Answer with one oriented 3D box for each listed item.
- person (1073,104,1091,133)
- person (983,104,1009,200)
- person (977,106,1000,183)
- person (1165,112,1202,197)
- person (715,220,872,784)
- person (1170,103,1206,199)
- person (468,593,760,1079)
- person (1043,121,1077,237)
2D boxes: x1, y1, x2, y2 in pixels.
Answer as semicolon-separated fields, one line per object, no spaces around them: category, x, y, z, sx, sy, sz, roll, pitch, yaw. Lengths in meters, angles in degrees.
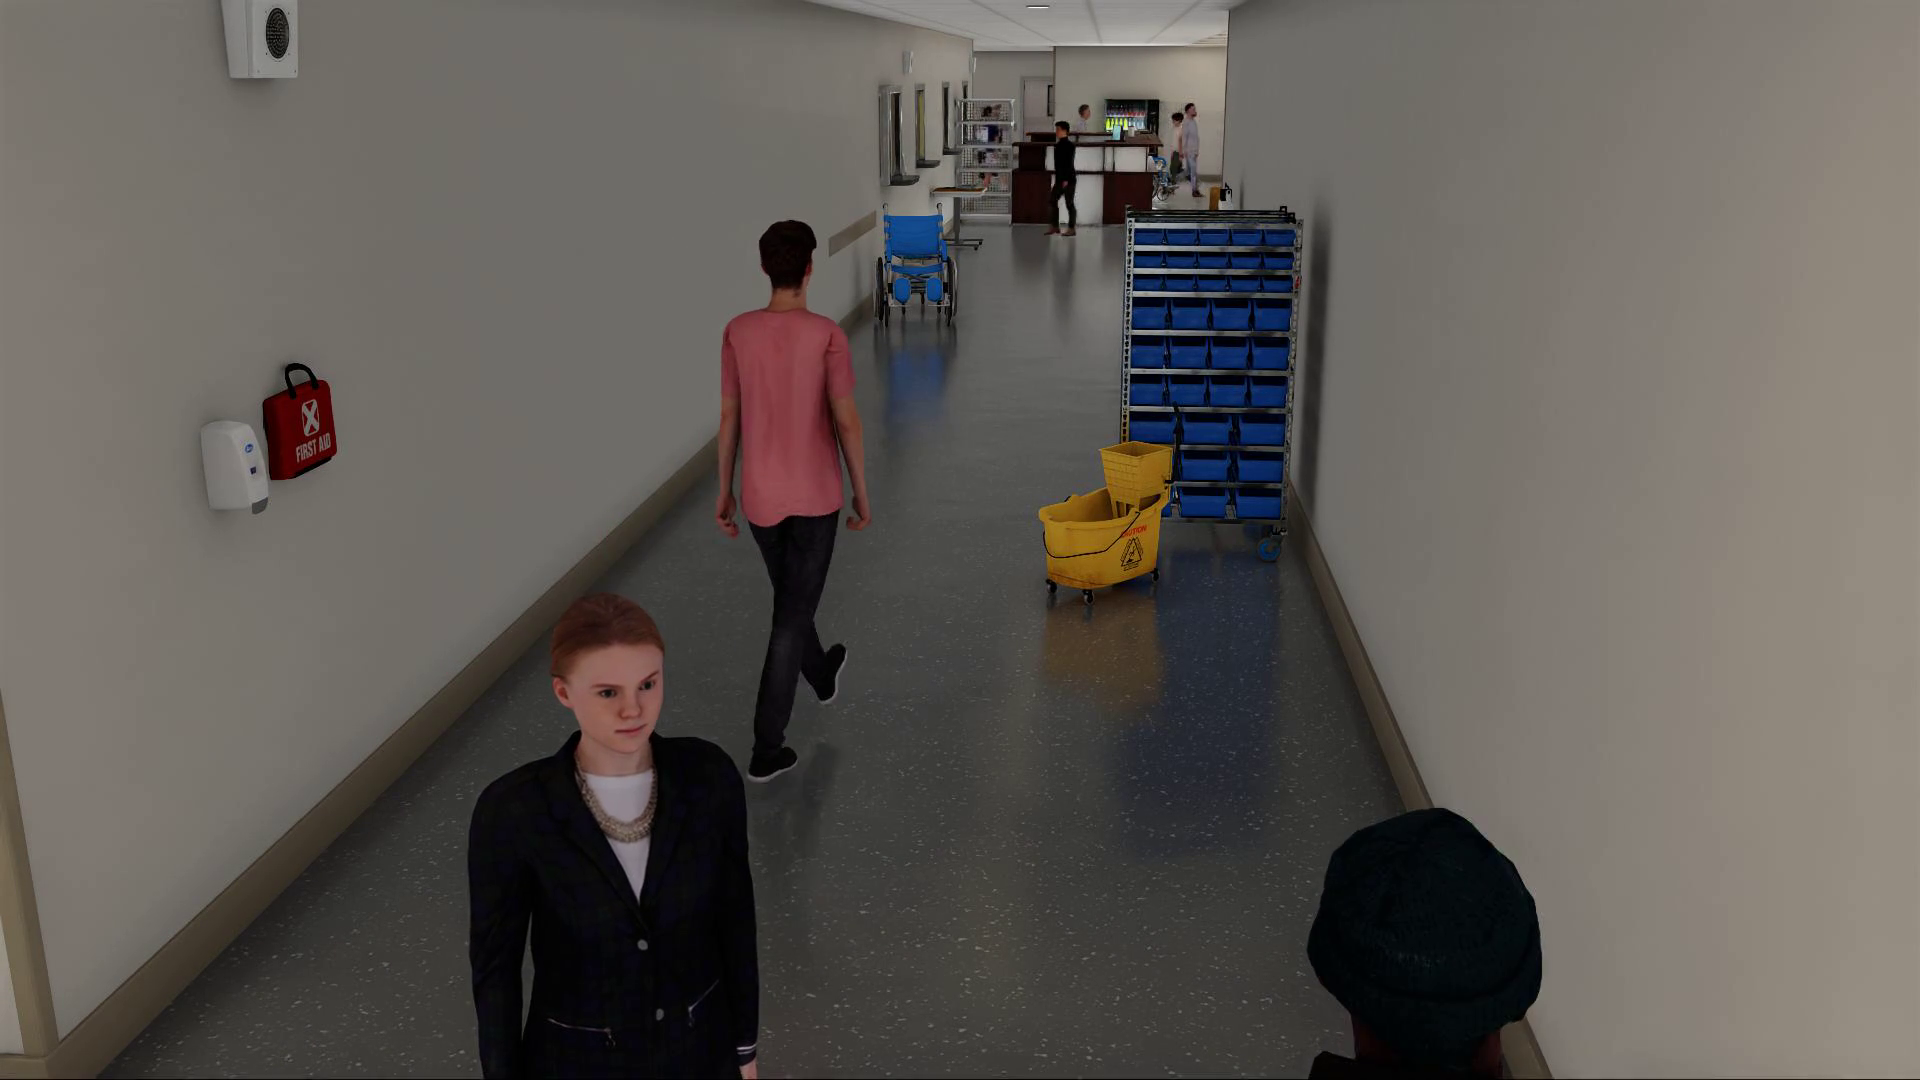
person;2.320;-7.724;33.057;0.948;1.803;0.788;-3;16;-9
person;0.609;-7.568;32.498;1.027;1.806;0.865;-5;17;-18
person;0.584;-8.931;37.595;0.899;1.664;0.825;4;16;14
person;4.487;-7.768;33.521;1.024;1.636;0.638;0;16;-2
person;-0.626;-0.087;5.781;1.219;1.906;0.905;5;16;17
person;4.497;-7.711;32.984;1.181;1.818;0.952;8;18;27
person;-0.546;0.887;2.735;0.669;1.683;0.766;-9;18;-28
person;1.653;-5.464;25.218;0.910;1.707;0.847;-11;19;-33
